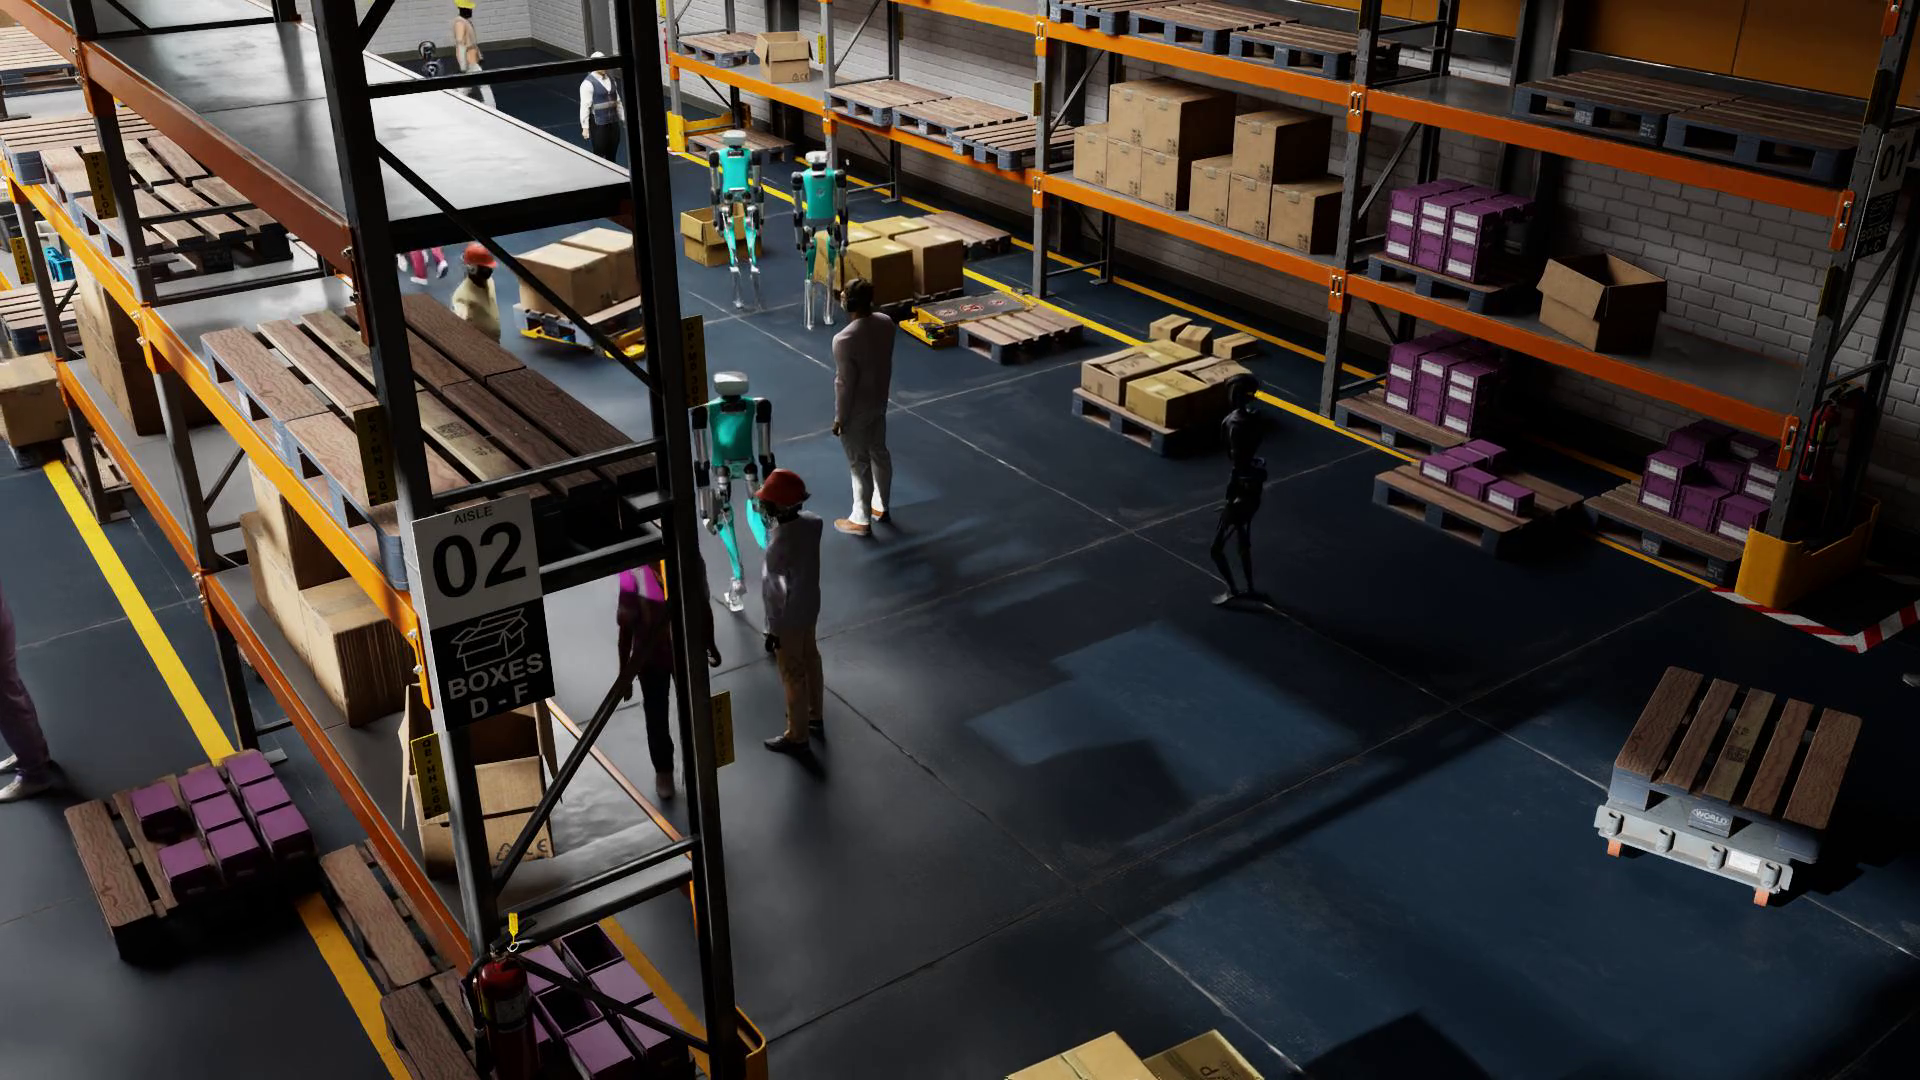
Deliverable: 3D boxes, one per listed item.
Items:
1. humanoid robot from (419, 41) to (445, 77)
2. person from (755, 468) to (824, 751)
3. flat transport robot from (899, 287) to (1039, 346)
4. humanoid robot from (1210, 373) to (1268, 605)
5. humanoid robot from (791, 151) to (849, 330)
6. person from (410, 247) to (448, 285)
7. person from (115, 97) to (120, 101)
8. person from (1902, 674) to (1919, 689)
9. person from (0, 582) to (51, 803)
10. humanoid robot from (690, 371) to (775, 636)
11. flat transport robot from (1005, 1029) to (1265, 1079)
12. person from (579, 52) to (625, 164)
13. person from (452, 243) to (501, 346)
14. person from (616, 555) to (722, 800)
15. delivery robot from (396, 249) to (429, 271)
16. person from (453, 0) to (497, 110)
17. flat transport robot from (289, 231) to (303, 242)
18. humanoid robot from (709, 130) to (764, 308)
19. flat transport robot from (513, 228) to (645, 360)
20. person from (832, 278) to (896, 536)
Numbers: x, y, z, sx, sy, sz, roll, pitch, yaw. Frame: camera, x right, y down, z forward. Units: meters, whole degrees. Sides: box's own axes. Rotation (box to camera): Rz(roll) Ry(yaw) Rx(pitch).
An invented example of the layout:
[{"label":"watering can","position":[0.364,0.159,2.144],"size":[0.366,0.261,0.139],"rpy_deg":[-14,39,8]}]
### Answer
[{"label":"humanoid robot","position":[-6.777,-5.654,21.663],"size":[0.327,1.649,0.611],"rpy_deg":[-8,28,-16]},{"label":"person","position":[-0.972,0.395,9.543],"size":[0.319,1.755,0.567],"rpy_deg":[9,28,17]},{"label":"flat transport robot","position":[0.181,-2.195,16.354],"size":[1.431,0.231,0.659],"rpy_deg":[-15,30,-27]},{"label":"humanoid robot","position":[1.889,-0.338,11.095],"size":[0.430,1.637,0.583],"rpy_deg":[8,28,15]},{"label":"humanoid robot","position":[-1.360,-2.931,16.181],"size":[0.543,1.798,0.723],"rpy_deg":[-4,27,-8]},{"label":"person","position":[-5.674,-3.433,17.309],"size":[0.439,1.611,0.535],"rpy_deg":[20,33,34]},{"label":"person","position":[-10.660,-5.418,20.848],"size":[0.621,1.990,0.395],"rpy_deg":[21,33,35]},{"label":"person","position":[6.182,0.054,10.010],"size":[0.488,1.953,0.417],"rpy_deg":[-15,30,-28]},{"label":"person","position":[-5.389,0.543,9.104],"size":[0.398,1.899,0.634],"rpy_deg":[-14,30,-26]},{"label":"humanoid robot","position":[-1.358,-0.118,10.683],"size":[0.555,1.754,1.069],"rpy_deg":[-10,28,-19]},{"label":"flat transport robot","position":[0.923,2.811,6.395],"size":[1.431,0.231,0.659],"rpy_deg":[-14,30,-26]},{"label":"person","position":[-4.396,-5.123,20.517],"size":[0.433,1.758,0.752],"rpy_deg":[16,31,29]},{"label":"person","position":[-3.852,-1.582,13.544],"size":[0.940,1.685,0.593],"rpy_deg":[7,28,14]},{"label":"person","position":[-1.543,0.662,8.938],"size":[0.595,1.819,0.742],"rpy_deg":[-10,29,-20]},{"label":"delivery robot","position":[-6.192,-3.275,18.206],"size":[0.818,0.614,0.499],"rpy_deg":[19,33,33]},{"label":"person","position":[-7.084,-6.946,24.015],"size":[0.945,1.869,0.594],"rpy_deg":[-7,27,-13]},{"label":"flat transport robot","position":[-7.817,-3.655,19.258],"size":[0.659,0.231,1.431],"rpy_deg":[0,27,1]},{"label":"humanoid robot","position":[-2.189,-3.110,16.595],"size":[0.540,1.847,0.657],"rpy_deg":[-6,27,-11]},{"label":"flat transport robot","position":[-3.484,-2.021,16.007],"size":[1.431,0.231,0.659],"rpy_deg":[16,31,29]},{"label":"person","position":[-0.712,-0.967,12.054],"size":[0.373,1.940,0.630],"rpy_deg":[16,31,28]}]
